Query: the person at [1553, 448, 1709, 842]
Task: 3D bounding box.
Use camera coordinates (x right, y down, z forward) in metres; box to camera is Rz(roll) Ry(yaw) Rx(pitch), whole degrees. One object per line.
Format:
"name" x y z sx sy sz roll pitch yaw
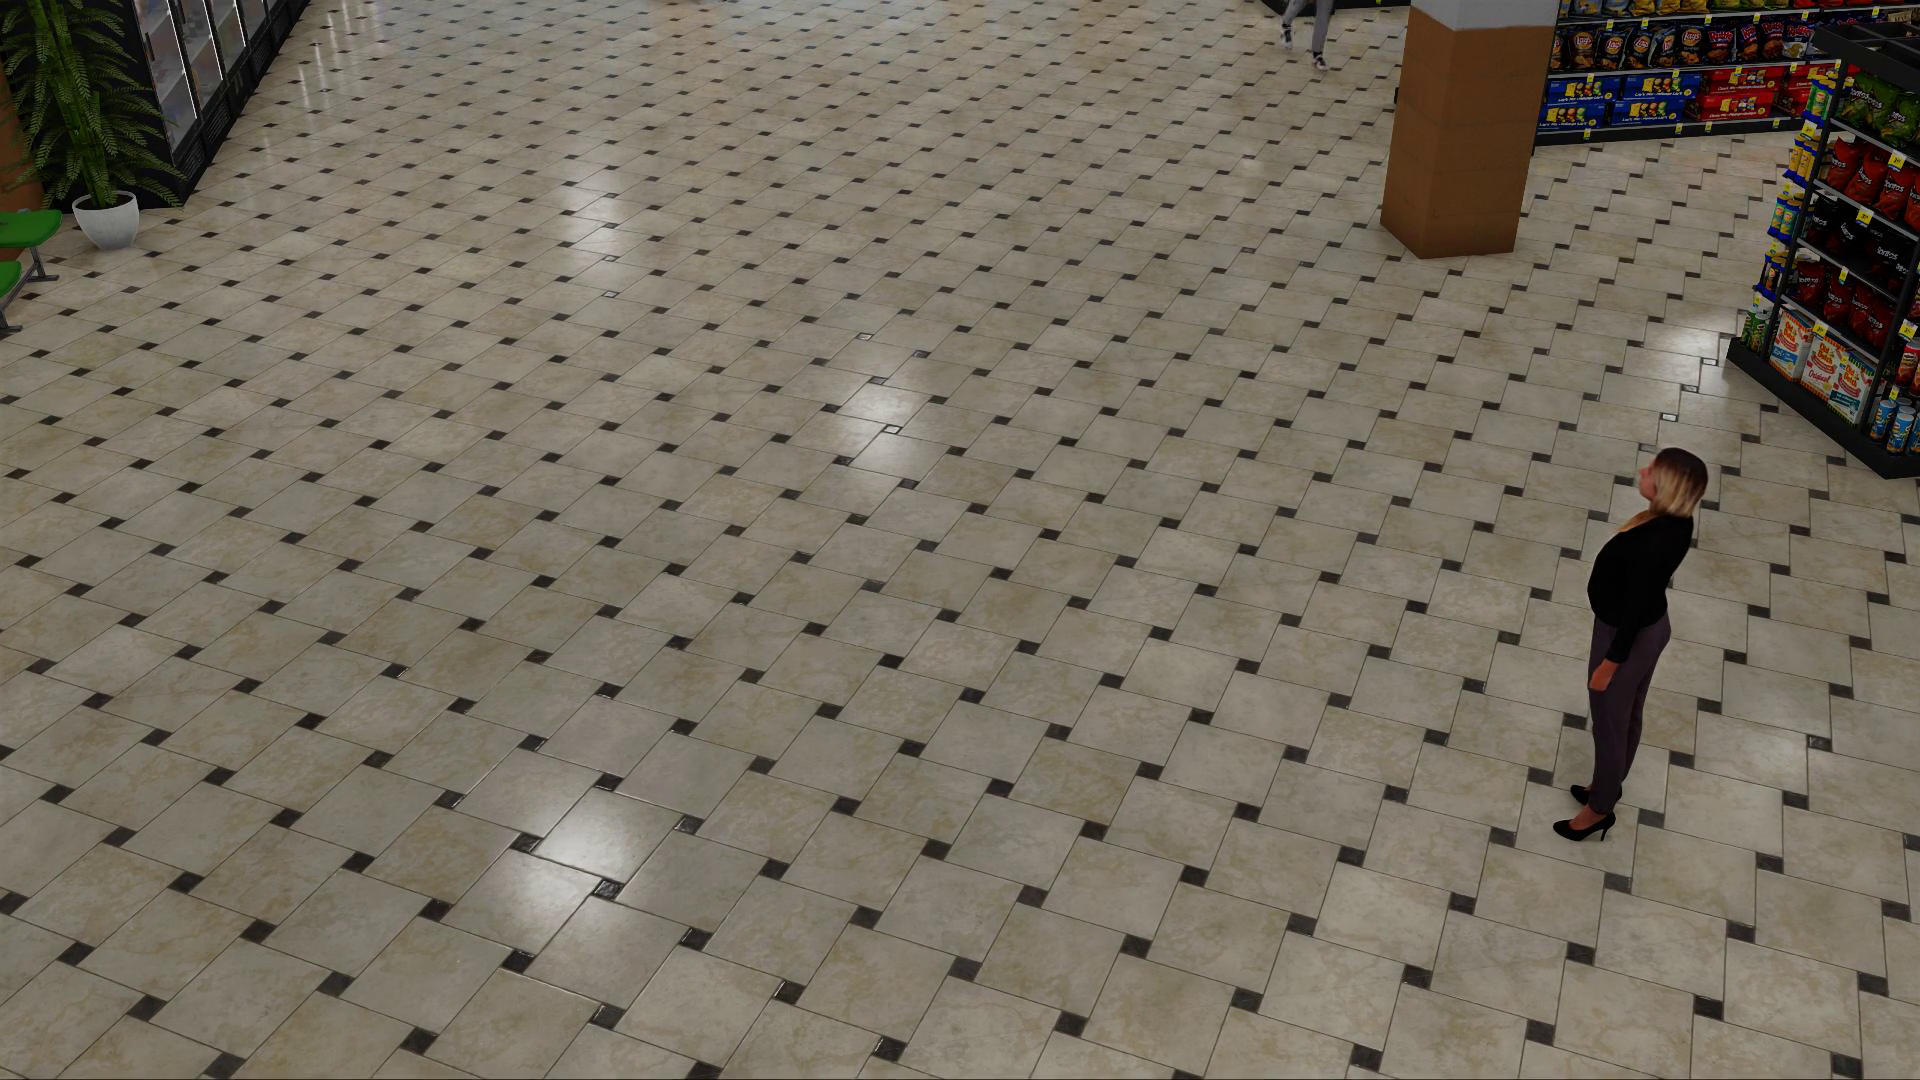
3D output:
"person" 2.468 0.405 6.109 0.736 1.671 0.671 22 38 31

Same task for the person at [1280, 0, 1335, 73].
"person" 3.182 -5.278 15.001 1.091 1.926 0.757 -6 32 -10
